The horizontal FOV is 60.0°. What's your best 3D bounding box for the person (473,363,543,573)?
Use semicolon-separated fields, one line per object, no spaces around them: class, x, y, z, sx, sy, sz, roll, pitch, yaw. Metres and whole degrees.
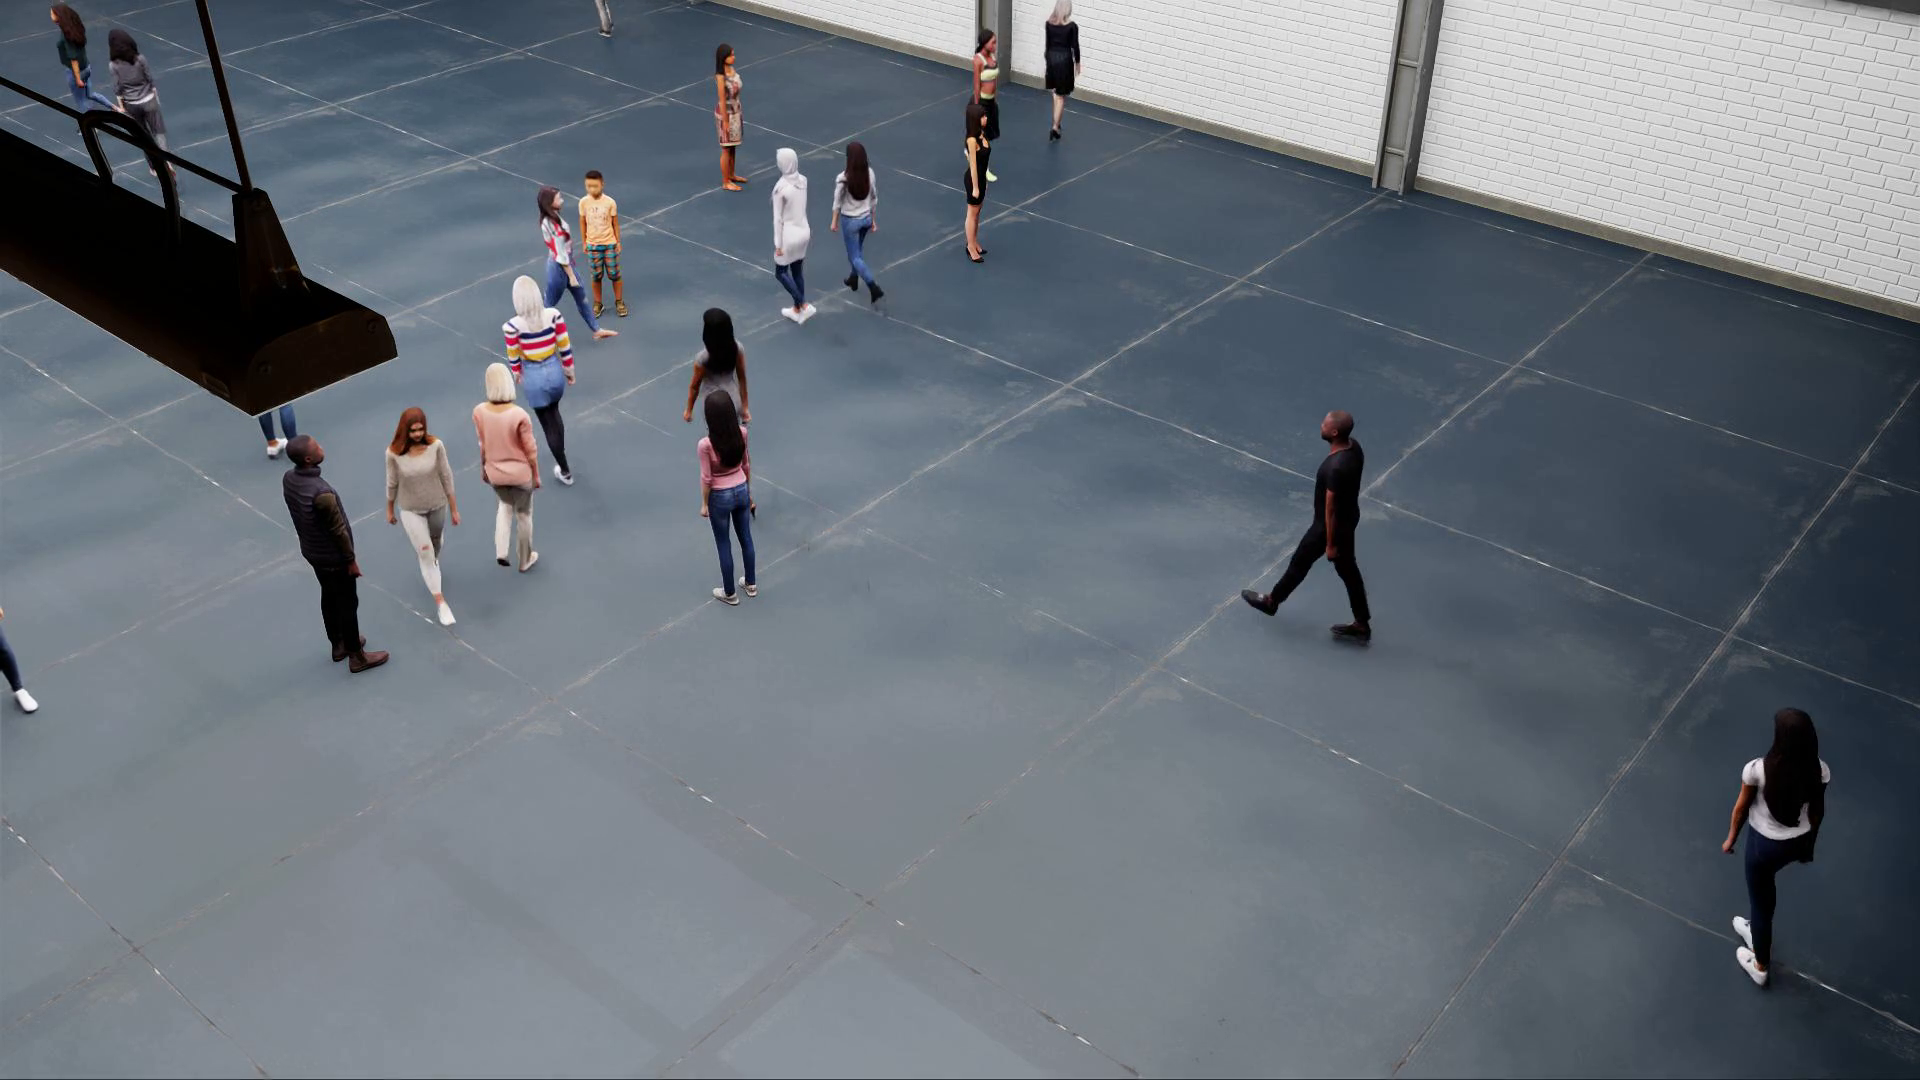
person;-3.369;-0.465;12.329;0.784;1.706;0.842;5;34;8

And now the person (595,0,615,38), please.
person;-5.102;-7.943;23.824;0.523;1.435;0.550;21;39;28

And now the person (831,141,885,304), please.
person;-0.977;-3.087;16.367;0.749;1.603;1.066;-24;41;-32

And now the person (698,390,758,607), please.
person;-1.682;-0.312;12.066;0.602;1.743;0.569;-24;41;-32

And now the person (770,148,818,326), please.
person;-1.545;-2.859;15.877;0.786;1.766;0.623;26;42;34

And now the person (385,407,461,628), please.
person;-3.905;-0.278;12.093;0.960;1.656;1.235;-14;36;-20

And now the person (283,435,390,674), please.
person;-4.323;0.084;11.385;0.493;1.836;0.754;26;42;33

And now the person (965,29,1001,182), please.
person;0.203;-5.013;19.138;0.731;1.742;0.549;25;41;32

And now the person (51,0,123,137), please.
person;-10.712;-5.754;20.375;0.944;1.608;0.895;-4;34;-6

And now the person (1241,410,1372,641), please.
person;2.702;-0.050;11.655;1.256;1.761;0.827;17;37;24

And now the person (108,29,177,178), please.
person;-9.344;-4.934;19.019;0.794;1.743;1.004;-18;38;-25

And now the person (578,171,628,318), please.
person;-3.492;-2.895;16.208;0.593;1.460;0.653;-3;34;-5

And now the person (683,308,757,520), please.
person;-1.798;-0.943;13.009;0.674;1.749;1.041;-29;43;-36

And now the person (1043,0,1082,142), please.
person;1.186;-5.688;20.162;0.685;1.733;0.769;15;36;21

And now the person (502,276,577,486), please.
person;-3.335;-1.247;13.432;0.778;1.788;0.906;-21;39;-29

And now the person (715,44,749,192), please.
person;-2.634;-4.837;18.962;0.704;1.644;0.725;6;34;9

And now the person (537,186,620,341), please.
person;-3.815;-2.508;15.526;1.117;1.570;1.092;-5;34;-7

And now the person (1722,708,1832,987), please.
person;4.460;1.715;9.015;0.786;1.744;0.846;1;34;2

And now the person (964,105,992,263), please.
person;0.159;-3.713;17.264;0.616;1.653;0.622;7;34;11
